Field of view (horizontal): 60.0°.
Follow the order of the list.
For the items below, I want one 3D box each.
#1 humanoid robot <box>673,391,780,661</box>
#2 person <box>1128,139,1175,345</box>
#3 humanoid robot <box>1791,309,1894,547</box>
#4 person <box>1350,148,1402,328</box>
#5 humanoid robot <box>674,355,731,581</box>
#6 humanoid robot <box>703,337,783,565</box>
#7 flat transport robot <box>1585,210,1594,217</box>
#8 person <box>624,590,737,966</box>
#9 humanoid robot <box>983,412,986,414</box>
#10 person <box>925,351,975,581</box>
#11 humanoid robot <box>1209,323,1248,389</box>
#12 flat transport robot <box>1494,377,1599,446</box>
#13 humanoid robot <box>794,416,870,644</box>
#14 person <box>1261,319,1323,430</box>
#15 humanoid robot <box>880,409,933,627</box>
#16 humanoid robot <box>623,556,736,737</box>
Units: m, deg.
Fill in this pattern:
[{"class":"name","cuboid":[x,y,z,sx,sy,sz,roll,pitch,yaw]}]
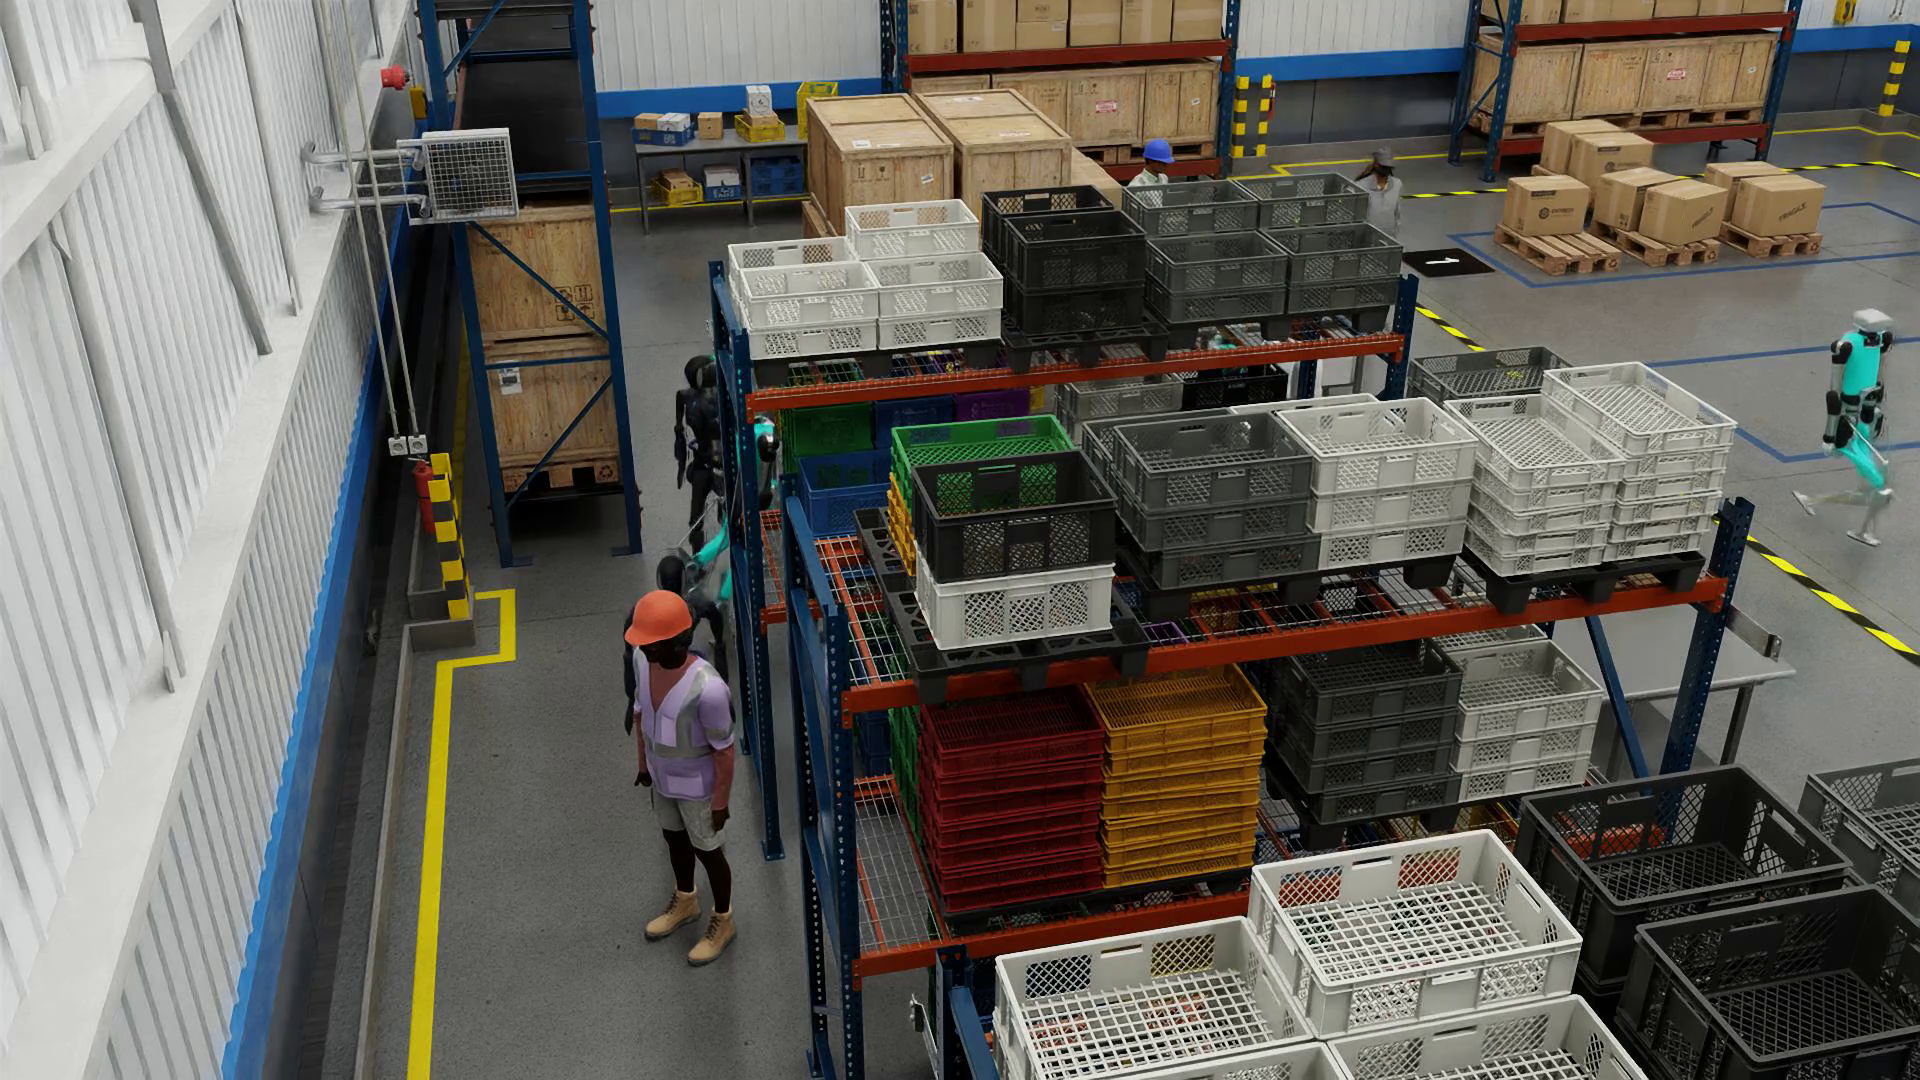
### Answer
[{"class":"humanoid robot","cuboid":[-1.521,0.003,10.601,0.783,1.887,0.537,-16,32,-28]},{"class":"person","cuboid":[1.760,-2.789,15.551,0.411,1.939,0.604,19,33,32]},{"class":"humanoid robot","cuboid":[6.494,-0.746,11.877,0.533,1.727,1.017,-14,31,-24]},{"class":"person","cuboid":[3.935,-2.869,15.892,0.588,1.764,0.429,-9,29,-16]},{"class":"humanoid robot","cuboid":[-1.702,-0.515,11.580,0.589,1.657,0.760,15,31,27]},{"class":"humanoid robot","cuboid":[-1.405,-0.570,11.583,0.663,1.831,0.538,16,32,28]},{"class":"flat transport robot","cuboid":[7.400,-3.975,19.559,1.431,0.197,0.652,-6,28,-12]},{"class":"person","cuboid":[-1.349,1.141,7.982,0.615,2.041,0.377,21,34,34]},{"class":"humanoid robot","cuboid":[0.280,-0.147,10.810,0.365,1.654,0.613,-24,36,-38]},{"class":"person","cuboid":[-0.118,-0.389,11.115,0.404,1.824,0.589,12,30,21]},{"class":"humanoid robot","cuboid":[2.144,-0.740,11.930,0.815,1.799,0.544,-2,28,-4]},{"class":"flat transport robot","cuboid":[4.780,-1.036,14.013,0.659,0.231,1.431,-6,28,-12]},{"class":"humanoid robot","cuboid":[-0.859,-0.069,10.668,0.598,1.652,0.413,13,31,24]},{"class":"person","cuboid":[2.351,-0.813,11.857,0.354,1.883,0.572,-17,32,-29]},{"class":"humanoid robot","cuboid":[-0.457,-0.114,10.683,0.665,1.799,0.538,3,28,5]},{"class":"humanoid robot","cuboid":[-1.510,0.851,8.938,0.600,1.632,0.696,-7,29,-14]}]
